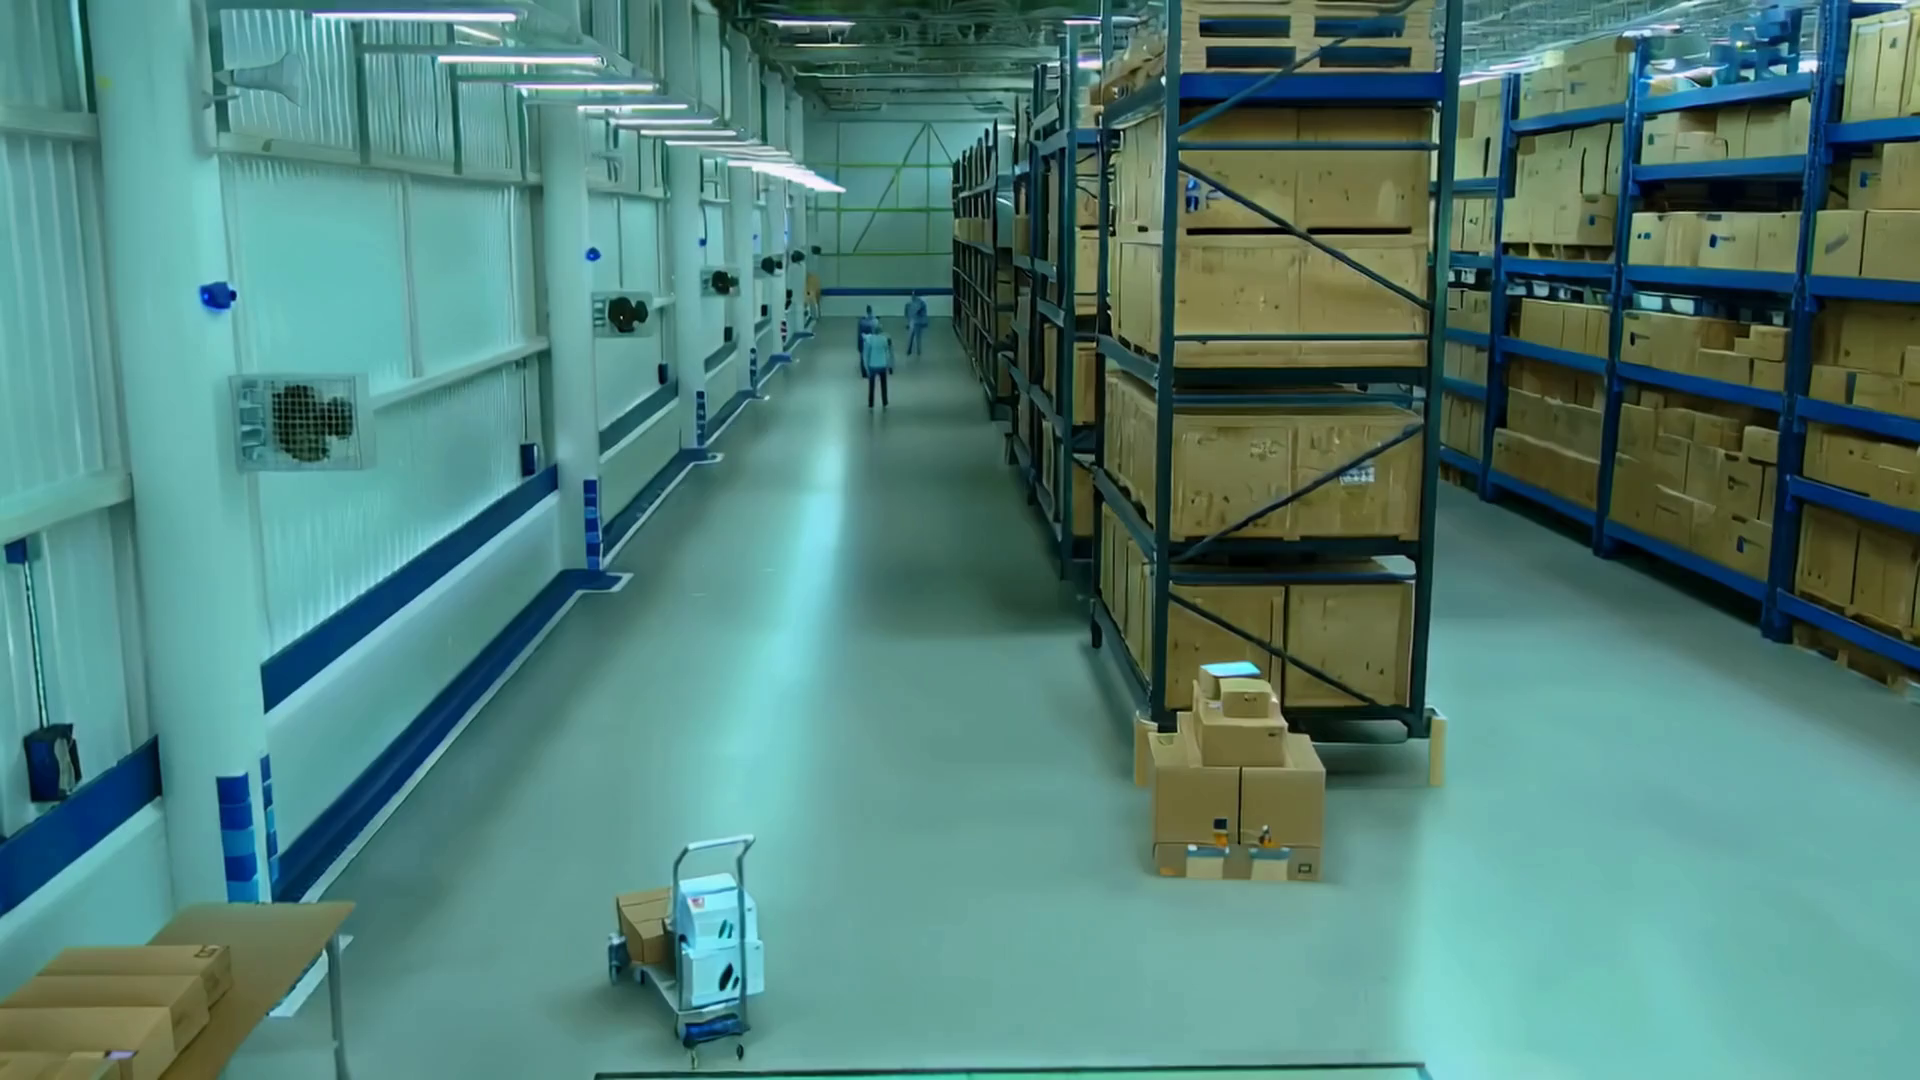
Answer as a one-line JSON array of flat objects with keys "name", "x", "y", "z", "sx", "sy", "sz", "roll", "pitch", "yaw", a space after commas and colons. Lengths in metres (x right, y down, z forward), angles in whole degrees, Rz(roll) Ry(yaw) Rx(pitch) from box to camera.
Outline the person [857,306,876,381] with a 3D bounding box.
[{"name": "person", "x": -2.337, "y": -5.034, "z": 42.594, "sx": 0.598, "sy": 1.906, "sz": 0.413, "roll": -2, "pitch": 11, "yaw": -8}]

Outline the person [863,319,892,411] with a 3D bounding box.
[{"name": "person", "x": -1.765, "y": -3.737, "z": 35.635, "sx": 0.618, "sy": 1.986, "sz": 0.408, "roll": -1, "pitch": 11, "yaw": -4}]

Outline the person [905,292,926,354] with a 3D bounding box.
[{"name": "person", "x": -1.377, "y": -6.647, "z": 50.988, "sx": 0.639, "sy": 1.902, "sz": 0.407, "roll": 0, "pitch": 11, "yaw": 2}]
